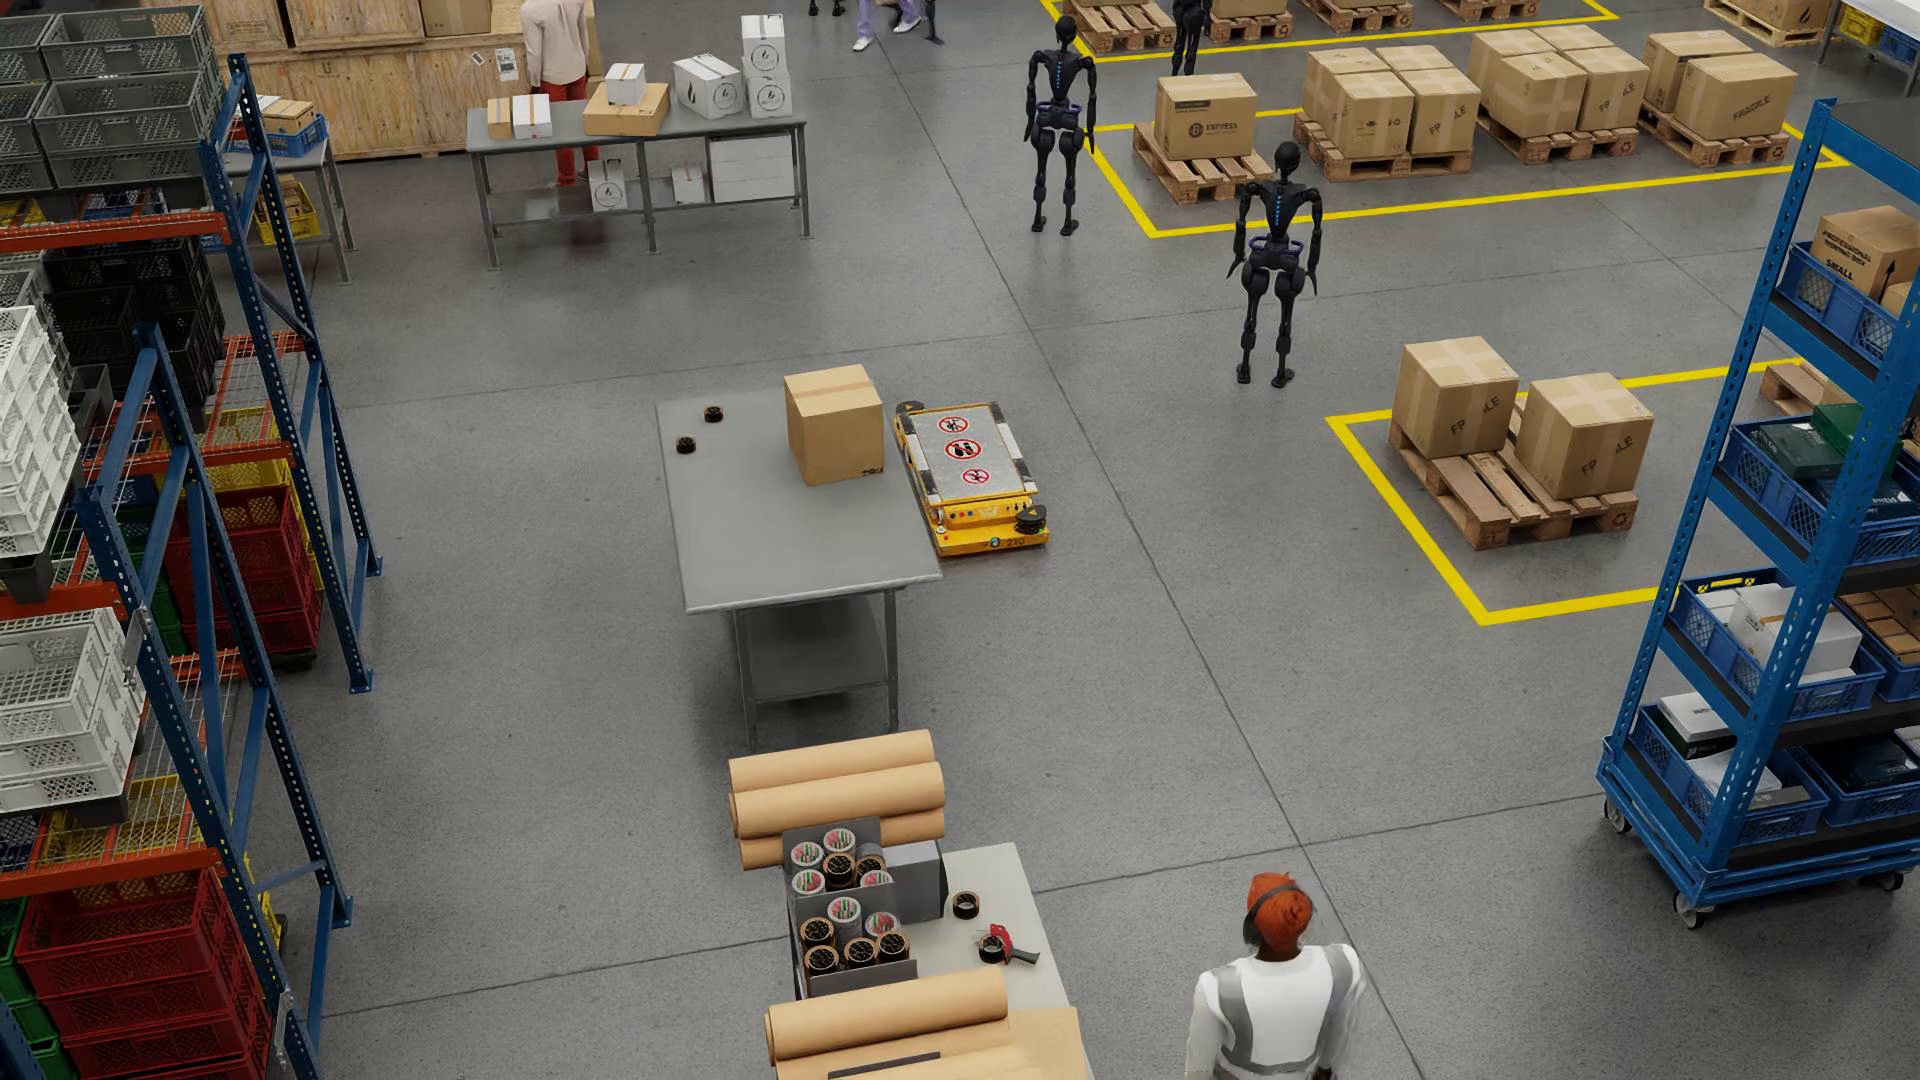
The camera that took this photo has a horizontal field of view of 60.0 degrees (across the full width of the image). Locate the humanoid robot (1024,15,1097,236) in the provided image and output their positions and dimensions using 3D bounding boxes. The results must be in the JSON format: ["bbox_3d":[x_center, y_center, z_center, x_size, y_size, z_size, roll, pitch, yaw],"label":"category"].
[{"bbox_3d":[0.746,-3.133,12.586,0.546,1.649,0.344,8,37,11],"label":"humanoid robot"}]

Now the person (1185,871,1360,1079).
[{"bbox_3d":[1.044,1.863,5.715,0.583,1.859,0.685,-5,37,-7],"label":"person"}]

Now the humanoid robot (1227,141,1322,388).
[{"bbox_3d":[2.034,-1.785,10.760,0.599,1.657,0.331,11,38,15],"label":"humanoid robot"}]

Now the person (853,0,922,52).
[{"bbox_3d":[-0.734,-5.678,15.836,0.583,1.884,0.885,24,43,29],"label":"person"}]

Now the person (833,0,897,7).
[{"bbox_3d":[-1.033,-6.256,16.743,0.877,1.717,0.527,20,41,25],"label":"person"}]

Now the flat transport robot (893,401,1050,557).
[{"bbox_3d":[0.046,-0.430,10.108,0.652,0.197,1.431,-8,37,-10],"label":"flat transport robot"}]

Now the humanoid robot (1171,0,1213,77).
[{"bbox_3d":[2.061,-4.764,14.765,0.313,1.657,0.614,-12,38,-16],"label":"humanoid robot"}]

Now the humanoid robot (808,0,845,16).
[{"bbox_3d":[-1.375,-6.076,16.538,0.581,1.652,0.323,2,37,3],"label":"humanoid robot"}]

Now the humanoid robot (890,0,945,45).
[{"bbox_3d":[-0.441,-5.640,15.988,0.597,1.628,0.710,-22,42,-27],"label":"humanoid robot"}]

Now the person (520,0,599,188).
[{"bbox_3d":[-3.142,-3.671,13.044,0.376,1.995,0.608,24,43,29],"label":"person"}]
